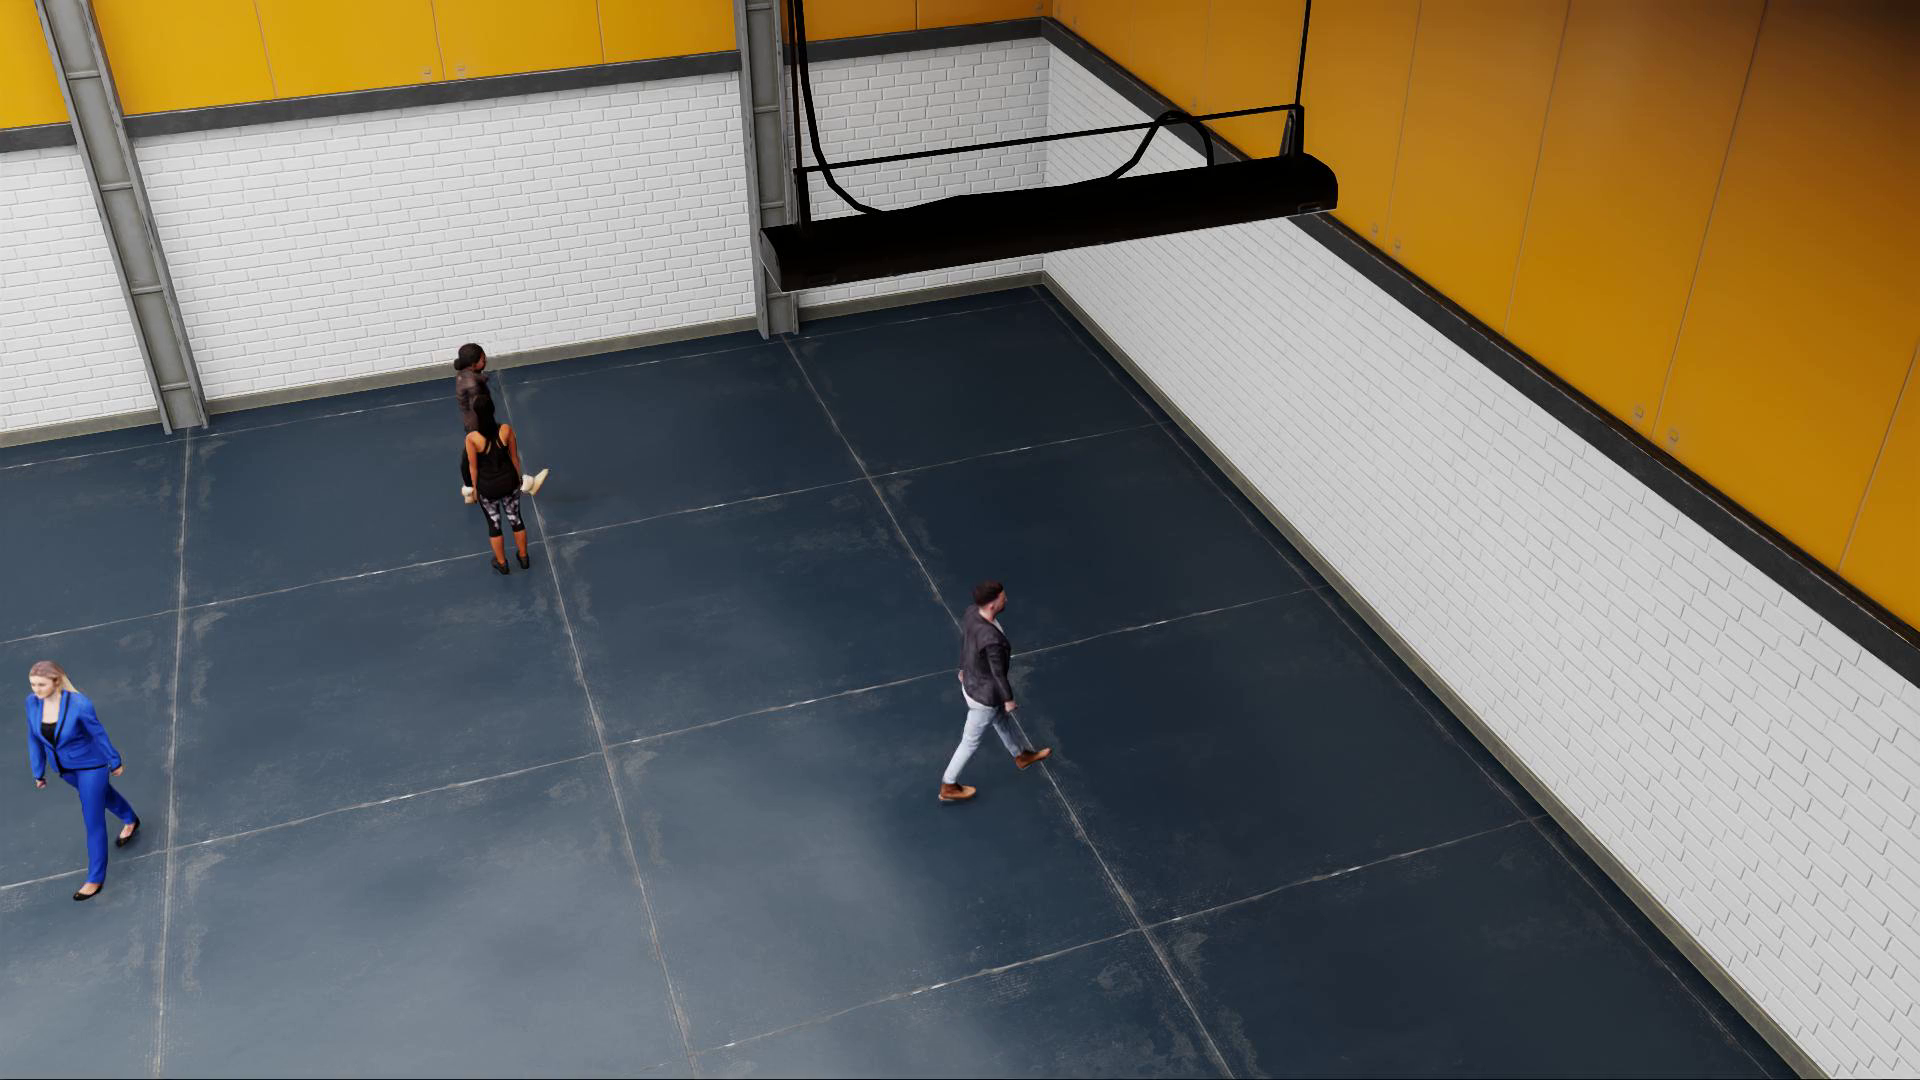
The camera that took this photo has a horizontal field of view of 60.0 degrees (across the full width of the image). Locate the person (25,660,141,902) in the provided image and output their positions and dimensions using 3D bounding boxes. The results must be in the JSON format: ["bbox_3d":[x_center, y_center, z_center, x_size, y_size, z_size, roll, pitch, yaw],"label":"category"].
[{"bbox_3d":[-5.755,1.443,11.002,1.158,1.660,1.062,5,34,7],"label":"person"}]

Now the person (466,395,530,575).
[{"bbox_3d":[-3.862,-0.473,13.882,0.532,1.664,0.679,-21,39,-29],"label":"person"}]

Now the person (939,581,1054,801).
[{"bbox_3d":[0.082,1.072,11.436,1.121,1.798,0.703,-10,35,-14],"label":"person"}]

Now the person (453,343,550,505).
[{"bbox_3d":[-4.129,-1.009,14.707,0.583,1.642,0.984,-11,35,-17],"label":"person"}]
